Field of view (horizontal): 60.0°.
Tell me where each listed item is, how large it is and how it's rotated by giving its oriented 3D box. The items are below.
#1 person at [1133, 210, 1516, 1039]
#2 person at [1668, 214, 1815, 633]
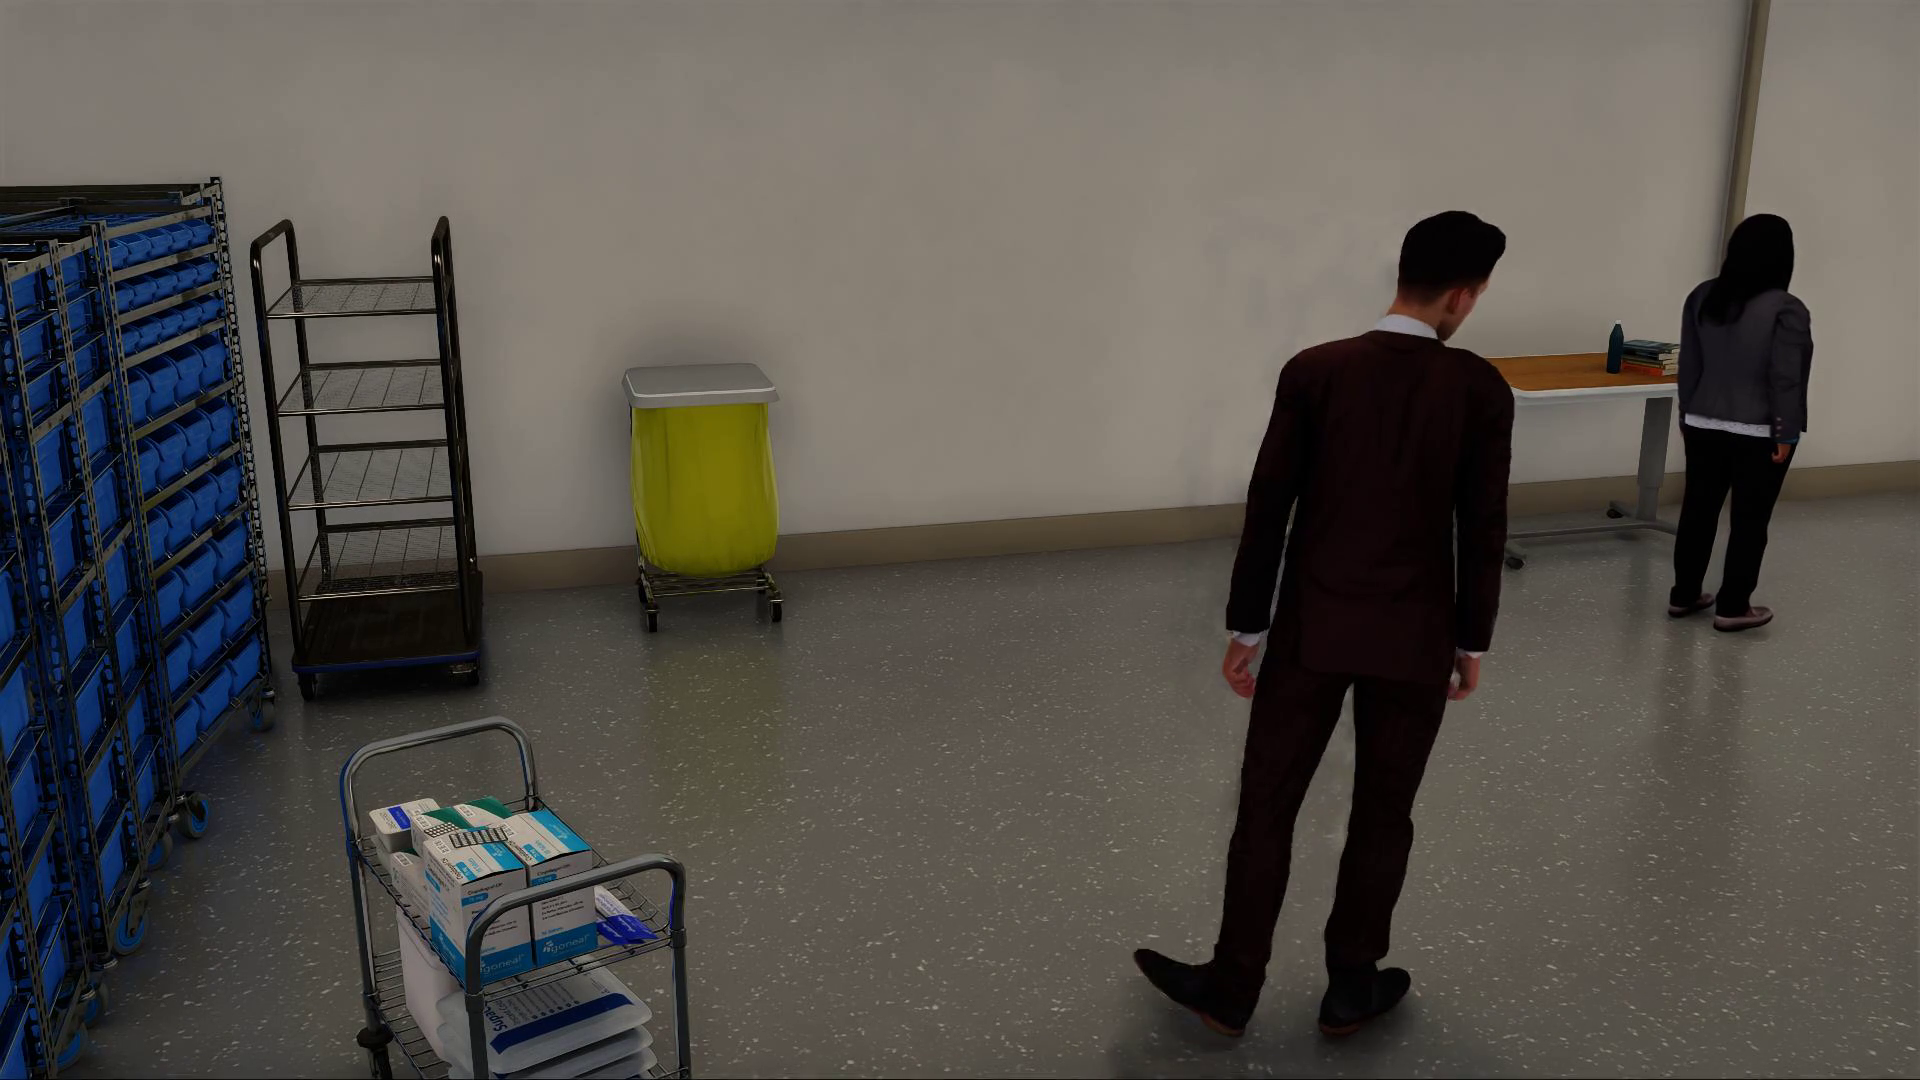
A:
[{"bbox_3d":[0.824,0.233,3.590,0.784,1.820,1.046,-1,16,-3],"label":"person"},{"bbox_3d":[2.997,-0.446,6.410,0.747,1.598,0.743,-9,18,-30],"label":"person"}]
